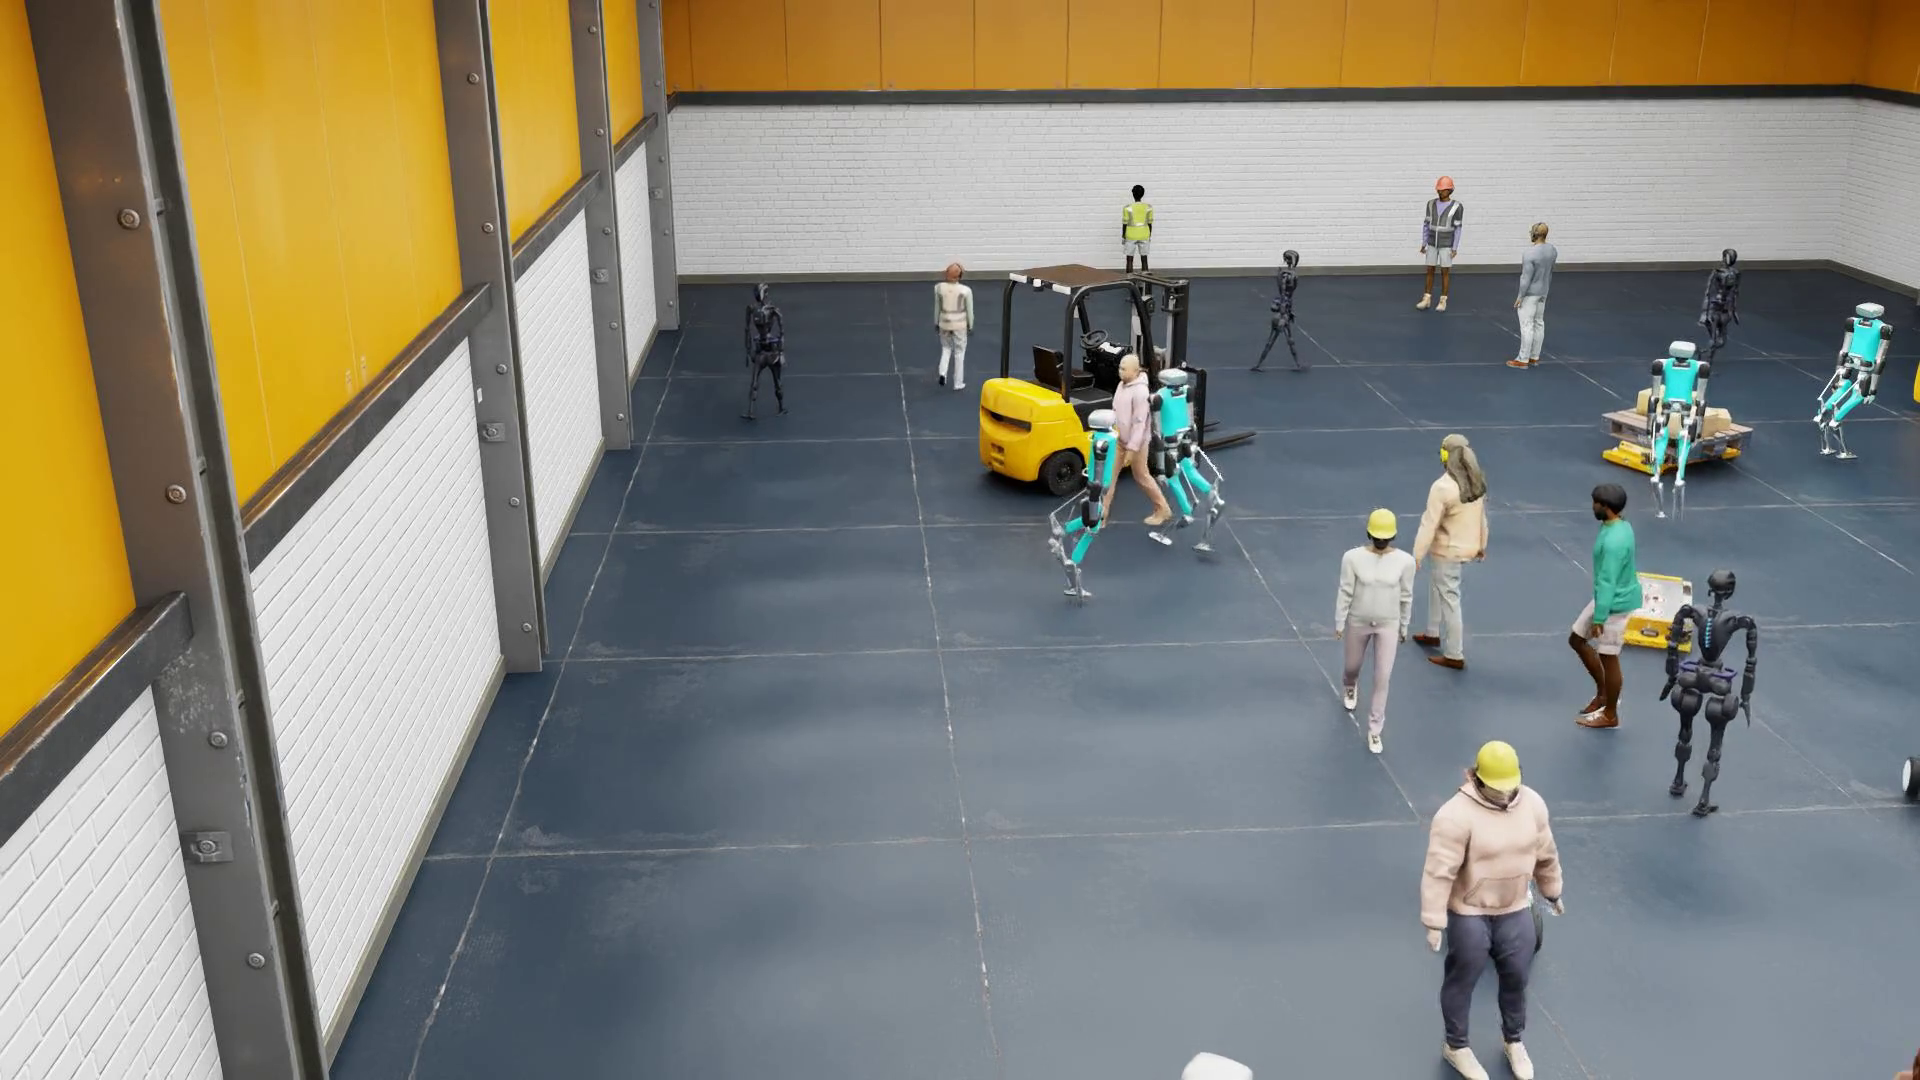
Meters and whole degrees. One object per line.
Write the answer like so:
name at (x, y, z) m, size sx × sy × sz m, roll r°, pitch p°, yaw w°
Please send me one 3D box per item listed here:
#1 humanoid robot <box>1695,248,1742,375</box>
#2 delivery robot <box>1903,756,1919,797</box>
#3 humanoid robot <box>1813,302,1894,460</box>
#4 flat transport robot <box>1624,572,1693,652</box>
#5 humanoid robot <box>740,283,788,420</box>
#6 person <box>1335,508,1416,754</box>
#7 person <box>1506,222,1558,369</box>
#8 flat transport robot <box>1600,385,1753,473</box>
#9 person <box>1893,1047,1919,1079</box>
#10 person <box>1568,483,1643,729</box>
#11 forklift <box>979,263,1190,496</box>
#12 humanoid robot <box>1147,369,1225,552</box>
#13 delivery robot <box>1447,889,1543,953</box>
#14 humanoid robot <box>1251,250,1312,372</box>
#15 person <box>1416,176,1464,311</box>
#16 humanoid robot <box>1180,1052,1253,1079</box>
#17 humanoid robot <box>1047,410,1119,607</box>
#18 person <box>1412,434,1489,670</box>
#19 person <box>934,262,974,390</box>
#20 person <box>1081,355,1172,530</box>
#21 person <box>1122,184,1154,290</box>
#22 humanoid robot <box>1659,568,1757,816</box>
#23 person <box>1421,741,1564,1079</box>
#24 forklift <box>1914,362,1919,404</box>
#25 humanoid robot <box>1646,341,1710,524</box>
humanoid robot at (9.902, -3.023, 21.833) m, size 0.609 × 1.636 × 0.576 m, roll -8°, pitch 22°, yaw -20°
delivery robot at (6.533, 1.578, 10.901) m, size 0.499 × 0.586 × 0.780 m, roll 8°, pitch 21°, yaw 20°
humanoid robot at (9.523, -1.692, 17.914) m, size 0.735 × 1.677 × 0.533 m, roll -9°, pitch 22°, yaw -24°
flat transport robot at (5.832, 0.568, 14.080) m, size 0.659 × 0.231 × 1.431 m, roll 8°, pitch 22°, yaw 20°
humanoid robot at (-2.305, -2.209, 19.647) m, size 0.595 × 1.631 × 0.748 m, roll 10°, pitch 22°, yaw 25°
person at (2.963, 0.574, 11.938) m, size 0.526 × 1.739 × 0.792 m, roll 5°, pitch 21°, yaw 14°
person at (7.584, -3.239, 22.032) m, size 0.630 × 1.940 × 0.373 m, roll -15°, pitch 25°, yaw -35°
flat transport robot at (7.856, -0.997, 18.344) m, size 1.431 × 0.231 × 0.659 m, roll -10°, pitch 23°, yaw -26°
person at (3.768, 2.614, 6.531) m, size 0.766 × 1.623 × 0.457 m, roll -1°, pitch 20°, yaw -2°
person at (4.686, 0.487, 12.038) m, size 0.469 × 1.825 × 0.595 m, roll 7°, pitch 21°, yaw 18°
forklift at (1.315, -1.764, 17.646) m, size 2.313 × 2.155 × 1.214 m, roll -14°, pitch 24°, yaw -33°
humanoid robot at (2.110, -0.673, 15.285) m, size 0.548 × 1.714 × 0.978 m, roll -14°, pitch 25°, yaw -34°
delivery robot at (3.092, 2.006, 9.696) m, size 0.499 × 0.560 × 0.734 m, roll 2°, pitch 20°, yaw 6°
humanoid robot at (4.251, -2.985, 21.776) m, size 0.778 × 1.620 × 0.586 m, roll 7°, pitch 21°, yaw 19°
person at (7.319, -4.520, 25.373) m, size 0.607 × 2.043 × 0.374 m, roll 16°, pitch 26°, yaw 37°
humanoid robot at (1.004, 2.612, 6.426) m, size 0.541 × 1.745 × 1.033 m, roll 9°, pitch 22°, yaw 23°
humanoid robot at (0.982, -0.204, 14.196) m, size 0.741 × 1.891 × 0.551 m, roll 4°, pitch 21°, yaw 11°
person at (3.849, 0.065, 13.167) m, size 0.680 × 1.835 × 0.759 m, roll -14°, pitch 24°, yaw -33°
person at (-0.074, -2.685, 20.969) m, size 0.536 × 1.626 × 0.396 m, roll 7°, pitch 21°, yaw 19°
person at (1.653, -0.946, 16.071) m, size 0.942 × 1.737 × 0.532 m, roll -10°, pitch 22°, yaw -25°
person at (2.860, -4.883, 26.871) m, size 0.530 × 1.691 × 0.322 m, roll -4°, pitch 20°, yaw -10°
humanoid robot at (4.901, 0.984, 10.922) m, size 0.590 × 1.645 × 0.408 m, roll 16°, pitch 26°, yaw 37°
person at (2.659, 1.831, 8.339) m, size 0.803 × 1.851 × 0.506 m, roll -3°, pitch 20°, yaw -8°
forklift at (12.602, -2.435, 19.475) m, size 2.313 × 2.155 × 1.214 m, roll -1°, pitch 20°, yaw -4°
humanoid robot at (6.965, -0.964, 16.292) m, size 0.553 × 1.878 × 0.720 m, roll 9°, pitch 22°, yaw 23°
